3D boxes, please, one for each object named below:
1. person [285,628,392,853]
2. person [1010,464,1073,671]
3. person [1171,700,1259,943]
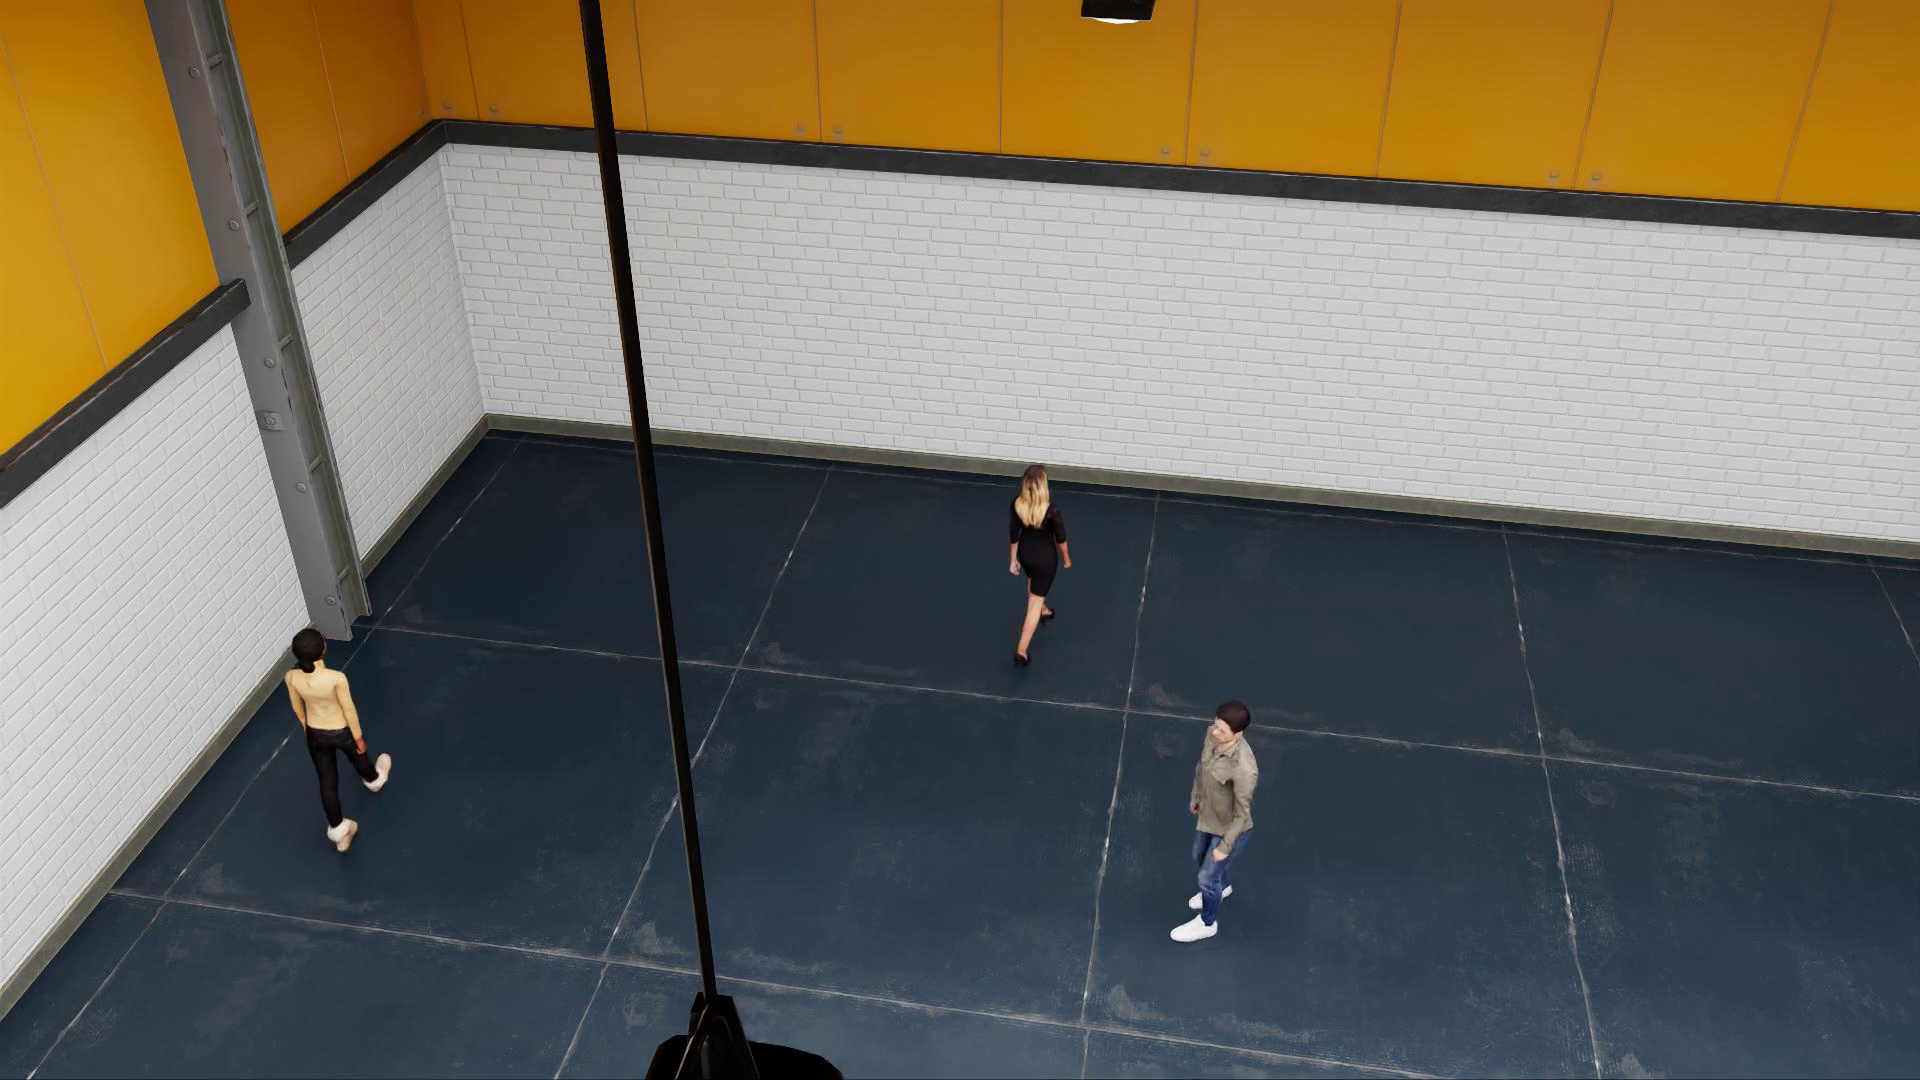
[{"bbox_3d":[-4.126,1.323,10.846,0.734,1.627,1.098,0,34,0],"label":"person"},{"bbox_3d":[0.554,0.226,12.491,0.837,1.633,1.101,19,38,26],"label":"person"},{"bbox_3d":[1.648,1.691,10.070,0.932,1.872,0.842,-6,34,-9],"label":"person"}]
